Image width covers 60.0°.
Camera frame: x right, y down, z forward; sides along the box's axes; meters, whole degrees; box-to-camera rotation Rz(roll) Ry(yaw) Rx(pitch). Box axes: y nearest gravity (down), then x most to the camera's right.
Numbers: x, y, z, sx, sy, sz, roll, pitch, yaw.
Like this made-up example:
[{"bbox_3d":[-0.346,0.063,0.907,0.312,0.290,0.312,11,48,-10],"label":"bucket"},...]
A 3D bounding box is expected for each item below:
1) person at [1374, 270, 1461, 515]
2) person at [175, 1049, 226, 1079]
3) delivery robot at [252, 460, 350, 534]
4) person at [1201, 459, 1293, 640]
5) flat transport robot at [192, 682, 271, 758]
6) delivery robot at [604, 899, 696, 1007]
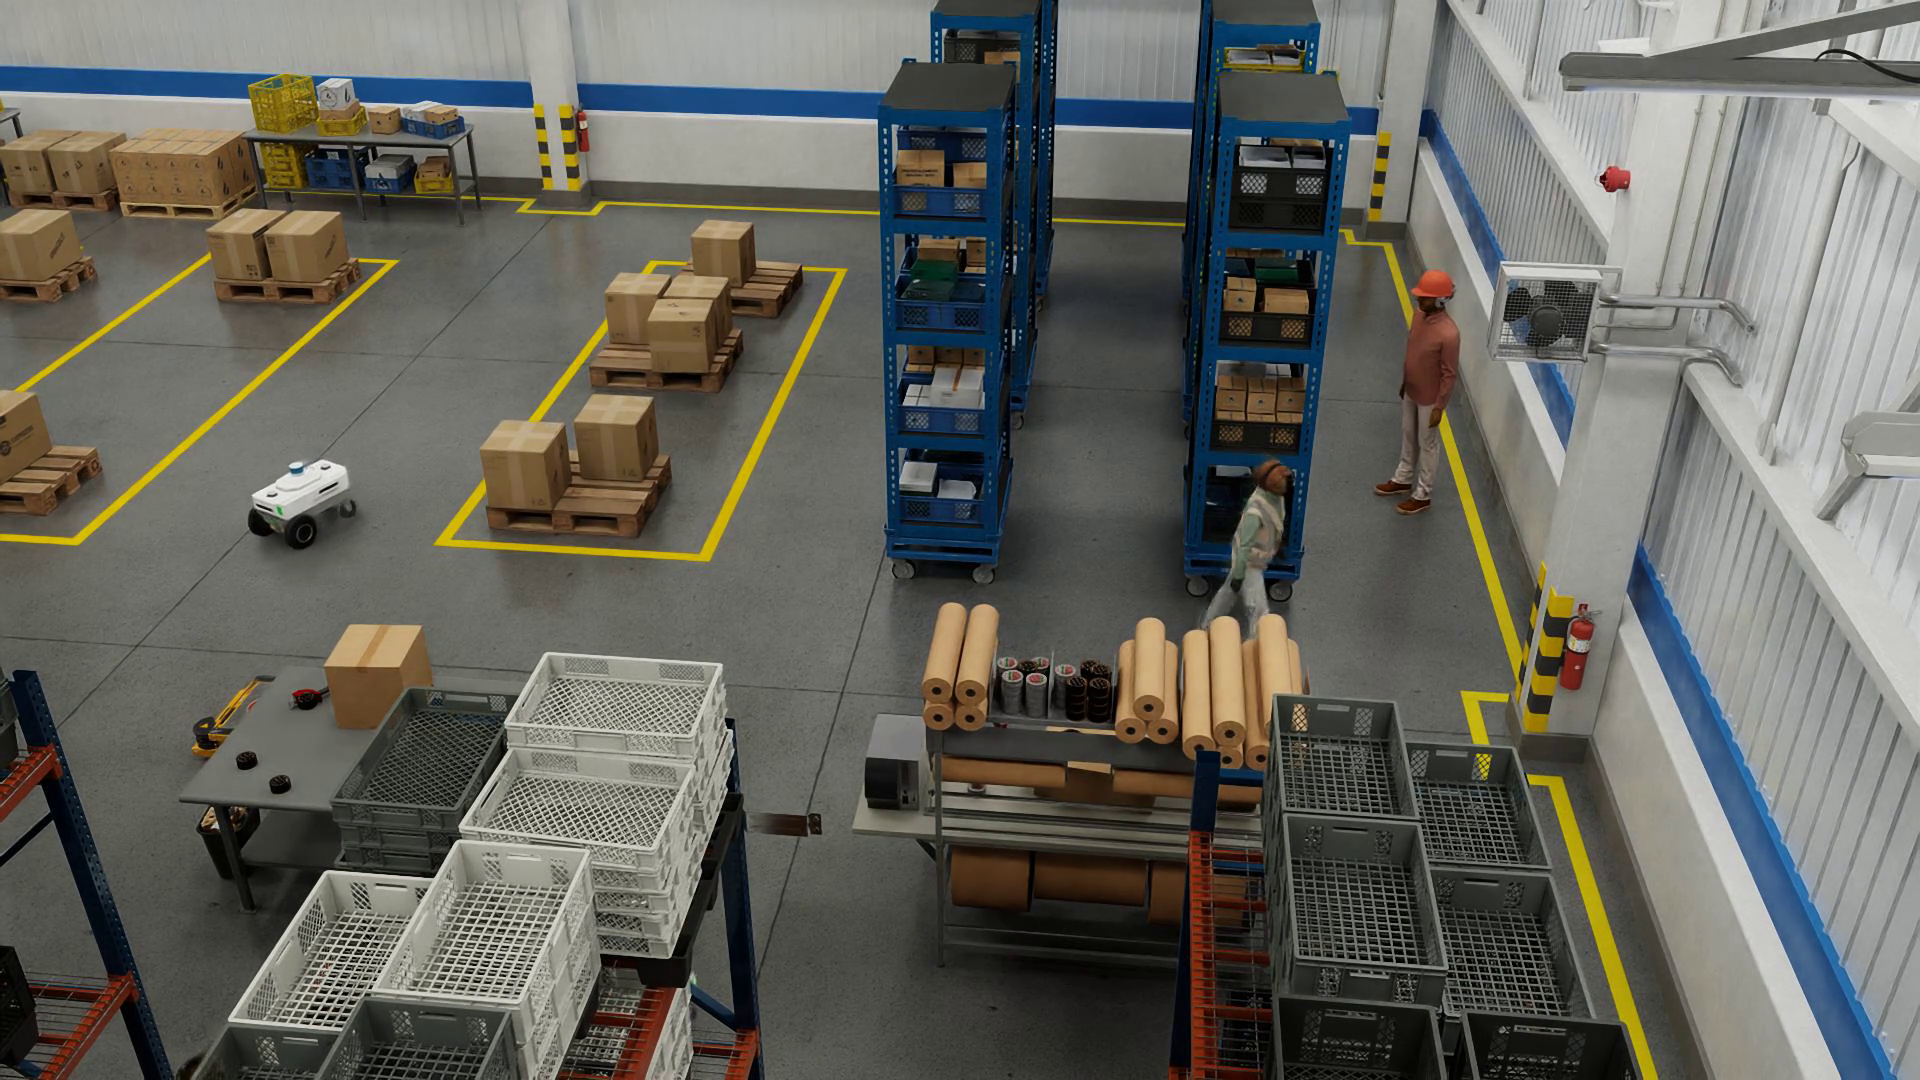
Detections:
[{"bbox_3d":[3.592,-1.152,12.924,0.393,1.995,0.612,-8,31,-13],"label":"person"},{"bbox_3d":[-2.708,2.680,6.408,0.642,1.925,0.420,4,30,7],"label":"person"},{"bbox_3d":[-5.109,-0.371,12.913,0.477,0.478,0.707,16,34,26],"label":"delivery robot"},{"bbox_3d":[1.943,0.130,11.116,0.712,1.596,0.550,12,32,19],"label":"person"},{"bbox_3d":[-4.089,1.163,10.648,1.431,0.197,0.652,3,30,6],"label":"flat transport robot"},{"bbox_3d":[-1.620,2.154,8.576,0.477,0.478,0.707,-14,33,-23],"label":"delivery robot"}]
